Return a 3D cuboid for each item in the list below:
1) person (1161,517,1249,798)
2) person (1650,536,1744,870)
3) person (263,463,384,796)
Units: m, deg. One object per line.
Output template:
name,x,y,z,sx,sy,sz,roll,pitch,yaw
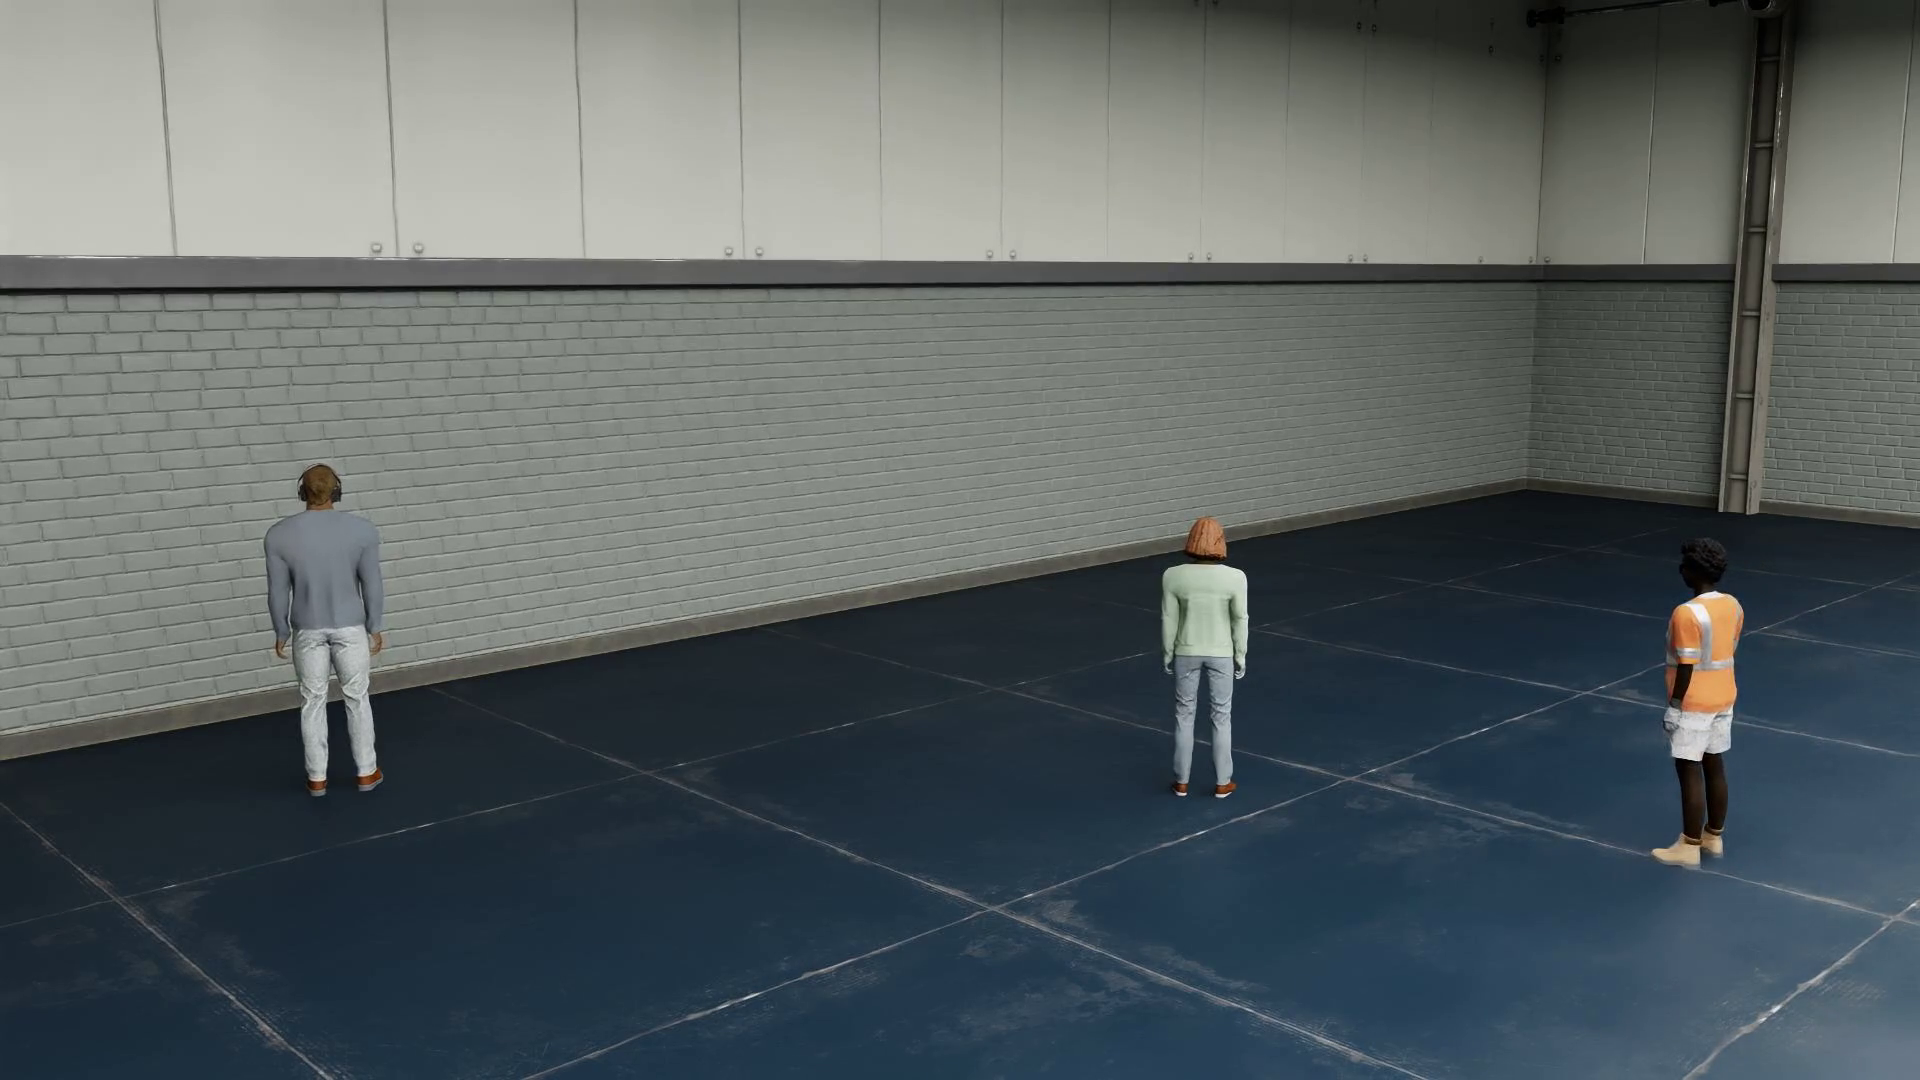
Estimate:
person,1.410,0.679,9.614,0.500,1.633,0.281,2,9,12
person,3.770,0.827,8.499,0.540,1.696,0.317,-7,12,-38
person,-3.669,0.520,9.655,0.629,1.940,0.379,-3,10,-15
